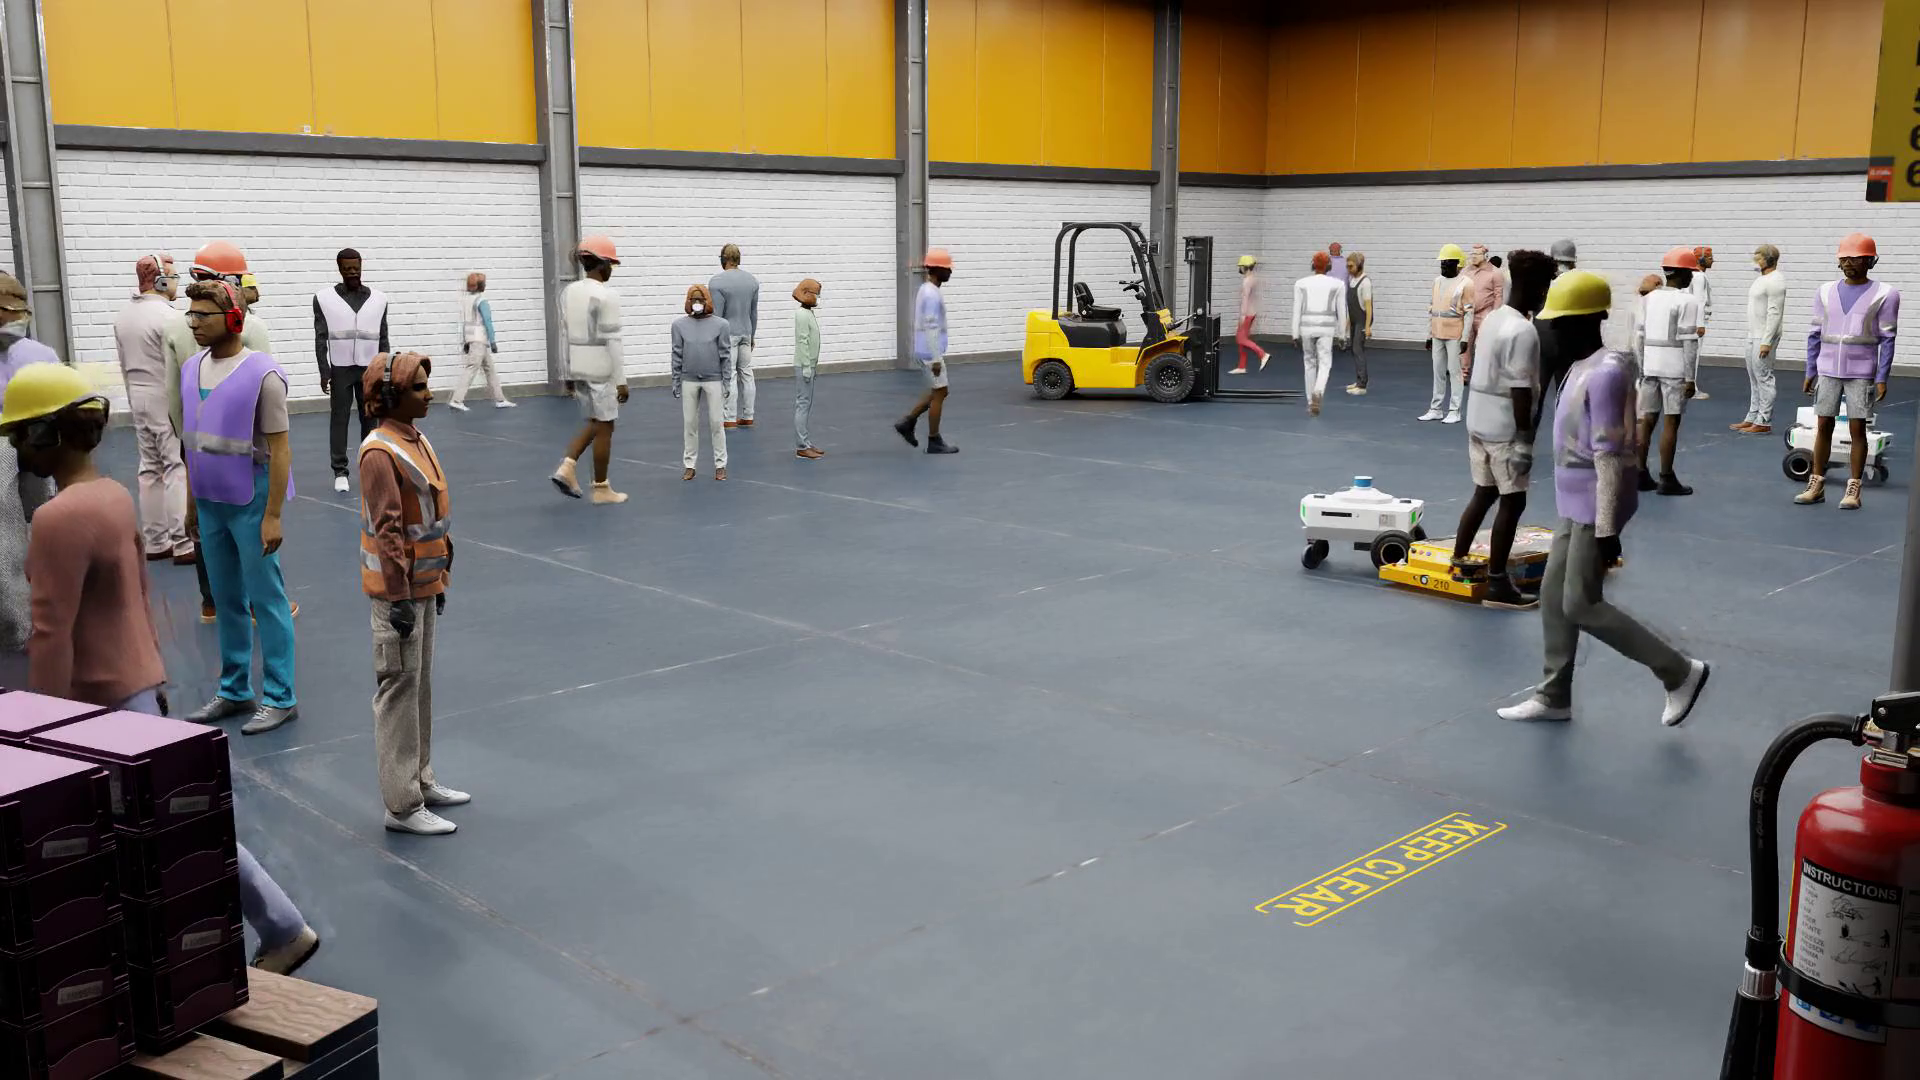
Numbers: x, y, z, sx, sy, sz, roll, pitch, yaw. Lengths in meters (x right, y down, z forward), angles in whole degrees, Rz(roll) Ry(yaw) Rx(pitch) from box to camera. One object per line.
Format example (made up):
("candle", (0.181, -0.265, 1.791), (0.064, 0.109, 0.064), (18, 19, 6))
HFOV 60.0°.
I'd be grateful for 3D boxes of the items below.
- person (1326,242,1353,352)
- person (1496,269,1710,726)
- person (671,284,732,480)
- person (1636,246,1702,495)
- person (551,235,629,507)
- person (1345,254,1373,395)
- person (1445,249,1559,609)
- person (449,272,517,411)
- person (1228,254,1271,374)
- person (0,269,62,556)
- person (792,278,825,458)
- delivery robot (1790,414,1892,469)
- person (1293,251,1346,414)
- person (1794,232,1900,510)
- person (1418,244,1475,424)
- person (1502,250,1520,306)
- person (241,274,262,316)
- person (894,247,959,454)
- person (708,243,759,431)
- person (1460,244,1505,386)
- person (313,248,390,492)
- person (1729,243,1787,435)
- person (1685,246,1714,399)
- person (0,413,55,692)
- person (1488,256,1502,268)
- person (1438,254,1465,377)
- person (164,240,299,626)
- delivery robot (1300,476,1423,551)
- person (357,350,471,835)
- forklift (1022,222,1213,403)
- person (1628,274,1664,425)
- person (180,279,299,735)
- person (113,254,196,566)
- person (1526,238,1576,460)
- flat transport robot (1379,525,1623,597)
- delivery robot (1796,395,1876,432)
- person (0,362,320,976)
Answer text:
("person", (6.467, -4.189, 28.765), (0.643, 1.905, 0.400), (-1, 10, -3))
("person", (2.629, -0.142, 6.721), (0.691, 1.898, 0.624), (2, 11, 12))
("person", (-2.135, -1.300, 13.767), (0.502, 1.627, 0.277), (0, 10, 1))
("person", (5.558, -1.319, 13.025), (0.373, 1.933, 0.551), (-4, 11, -22))
("person", (-2.719, -1.238, 12.341), (0.628, 2.025, 0.545), (9, 14, 42))
("person", (5.131, -2.767, 21.351), (0.541, 1.797, 0.741), (-1, 10, -8))
("person", (2.960, -0.601, 9.074), (0.511, 1.947, 0.692), (0, 10, -2))
("person", (-5.591, -2.293, 19.273), (0.862, 1.598, 0.526), (-8, 13, -37))
("person", (4.220, -3.272, 24.186), (0.530, 1.747, 0.534), (3, 11, 16))
("person", (-3.808, -0.118, 6.607), (0.886, 1.882, 0.727), (6, 12, 30))
("person", (-1.388, -1.566, 15.196), (0.285, 1.633, 0.498), (0, 10, 0))
("delivery robot", (7.237, -0.794, 13.671), (0.707, 0.478, 0.477), (9, 13, 39))
("person", (4.049, -2.337, 18.823), (0.587, 1.858, 0.824), (4, 11, 19))
("person", (6.579, -1.249, 12.346), (0.377, 2.045, 0.605), (-9, 14, -41))
("person", (5.269, -2.223, 17.974), (0.369, 1.928, 0.586), (-6, 12, -31))
("person", (7.763, -3.112, 23.112), (0.656, 1.822, 0.455), (-1, 10, -5))
("person", (-5.784, -1.318, 13.540), (0.286, 1.746, 0.489), (-1, 10, -6))
("person", (-0.282, -1.744, 15.392), (0.515, 1.917, 0.558), (-1, 10, -5))
("person", (-2.365, -2.105, 17.305), (0.372, 1.940, 0.630), (9, 14, 40))
("person", (6.890, -2.982, 22.170), (0.399, 1.909, 0.642), (-10, 14, -44))
("person", (-4.836, -1.358, 13.281), (0.587, 1.920, 0.394), (-7, 13, -35))
("person", (8.166, -2.039, 16.946), (0.372, 1.939, 0.631), (2, 11, 10))
("person", (9.177, -2.700, 20.702), (0.356, 1.883, 0.574), (2, 11, 13))
("person", (-2.623, 0.296, 4.395), (0.530, 1.871, 0.323), (-4, 11, -21))
("person", (8.370, -3.606, 26.138), (0.315, 1.700, 0.540), (-10, 14, -44))
("person", (6.981, -3.201, 23.681), (0.413, 1.787, 0.639), (-9, 13, -39))
("person", (-3.794, -0.547, 8.651), (0.625, 1.992, 0.389), (3, 11, 14))
("delivery robot", (2.442, -0.145, 10.135), (0.707, 0.478, 0.477), (4, 11, 21))
("person", (-1.884, 0.176, 5.678), (0.307, 1.641, 0.514), (-1, 10, -7))
("forklift", (1.935, -2.847, 20.651), (2.313, 2.155, 1.214), (2, 11, 13))
("person", (7.315, -2.018, 17.713), (0.370, 1.624, 0.509), (-1, 10, -7))
("person", (-2.954, -0.137, 6.820), (0.566, 1.846, 0.389), (5, 12, 27))
("person", (-4.878, -0.797, 10.255), (0.645, 1.908, 0.408), (7, 13, 34))
("person", (5.430, -1.749, 15.079), (0.699, 2.000, 0.666), (5, 11, 25))
("flat transport robot", (3.199, 0.107, 9.788), (1.431, 0.197, 0.652), (-7, 13, -35))
("delivery robot", (8.053, -1.091, 15.290), (0.477, 0.478, 0.707), (-2, 11, -12))
("person", (-2.160, 0.405, 4.294), (0.912, 1.722, 0.572), (-3, 11, -16))
